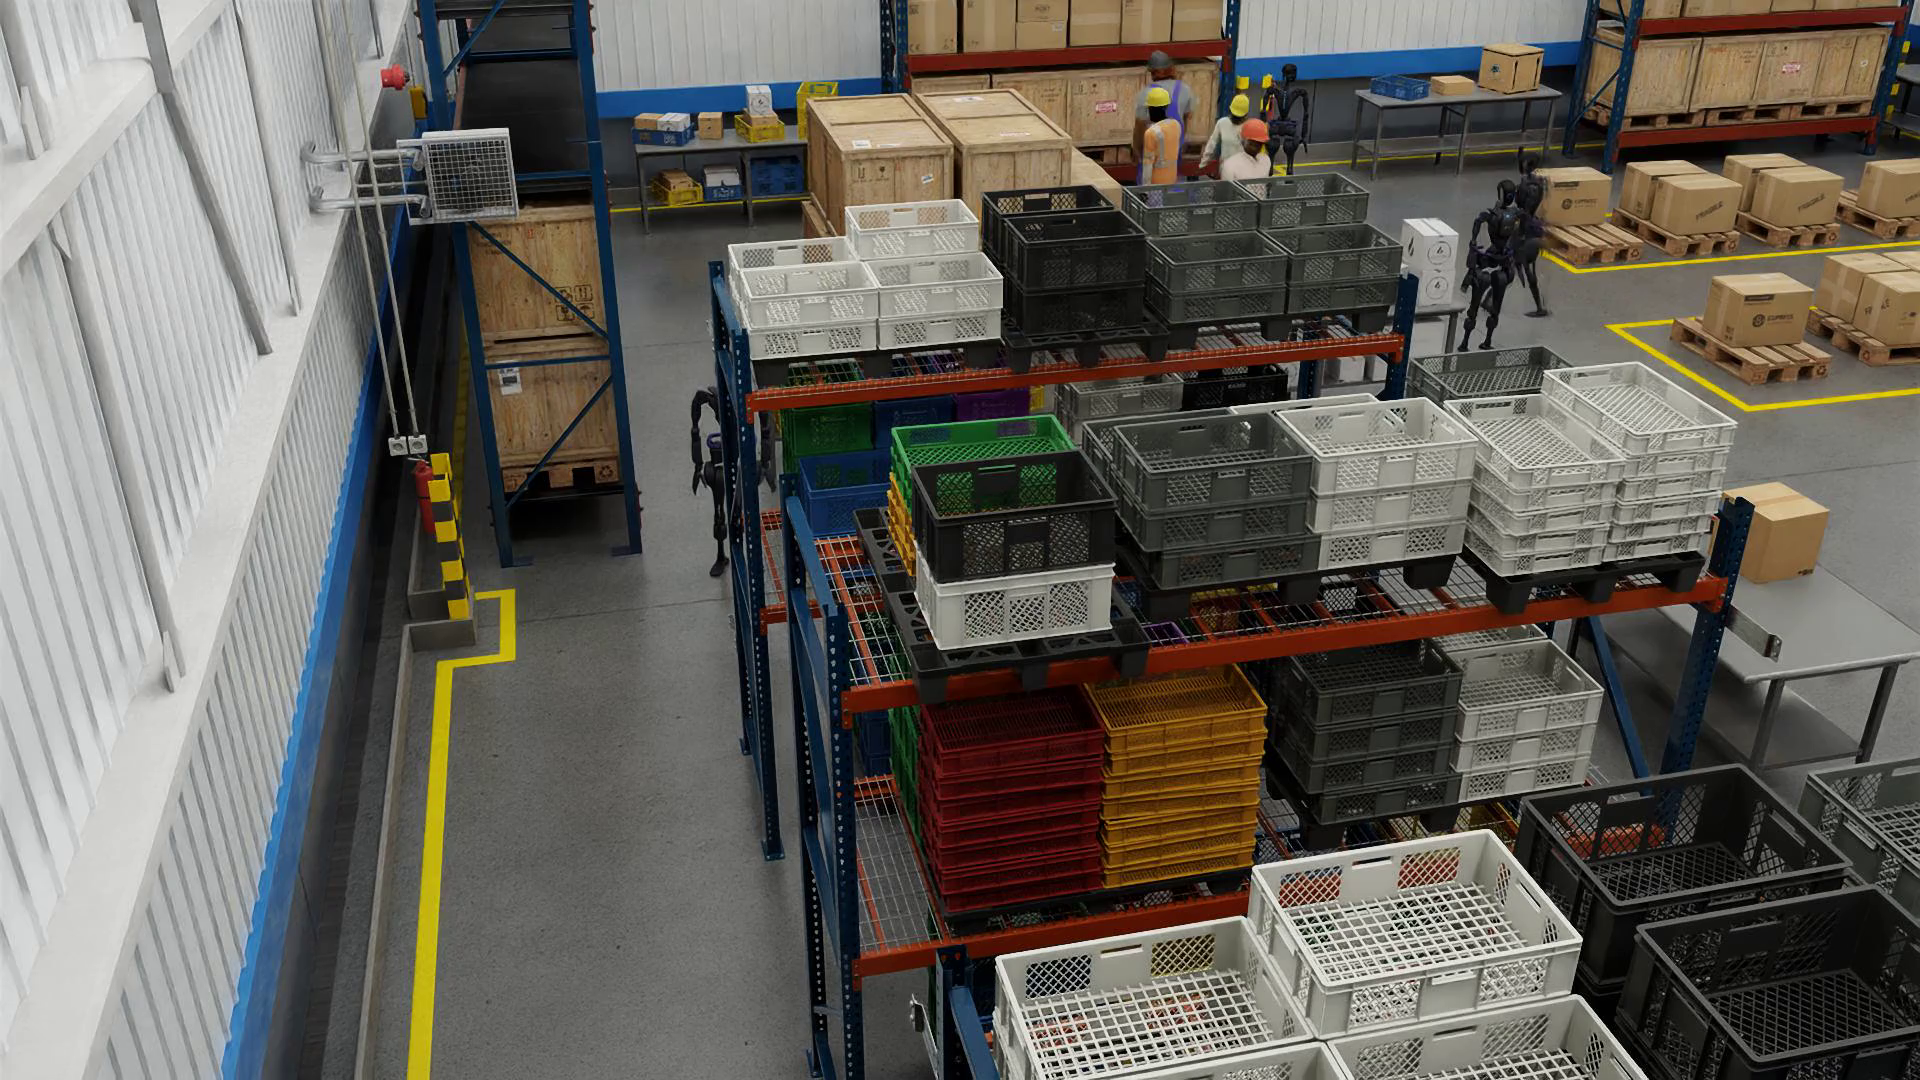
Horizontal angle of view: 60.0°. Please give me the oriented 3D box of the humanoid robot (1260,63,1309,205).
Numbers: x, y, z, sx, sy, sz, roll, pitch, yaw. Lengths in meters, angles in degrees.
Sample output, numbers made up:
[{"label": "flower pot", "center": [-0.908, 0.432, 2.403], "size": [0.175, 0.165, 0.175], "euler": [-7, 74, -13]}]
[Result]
[{"label": "humanoid robot", "center": [3.791, -4.761, 19.555], "size": [0.611, 1.656, 0.320], "euler": [7, 29, 13]}]

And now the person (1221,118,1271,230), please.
[{"label": "person", "center": [2.741, -3.068, 16.029], "size": [0.616, 1.995, 0.399], "euler": [-19, 33, -31]}]

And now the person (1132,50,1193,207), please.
[{"label": "person", "center": [2.275, -4.452, 18.594], "size": [0.712, 2.000, 0.789], "euler": [-12, 30, -22]}]

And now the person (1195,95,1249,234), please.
[{"label": "person", "center": [2.950, -4.037, 18.161], "size": [0.888, 1.697, 0.626], "euler": [-23, 36, -37]}]

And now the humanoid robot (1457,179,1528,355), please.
[{"label": "humanoid robot", "center": [4.893, -2.486, 15.238], "size": [0.611, 1.657, 0.320], "euler": [-6, 28, -11]}]

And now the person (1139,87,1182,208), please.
[{"label": "person", "center": [2.064, -3.764, 17.425], "size": [0.405, 1.918, 0.582], "euler": [20, 34, 33]}]

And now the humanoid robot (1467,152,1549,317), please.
[{"label": "humanoid robot", "center": [5.478, -2.956, 16.199], "size": [0.785, 1.625, 0.571], "euler": [-1, 28, -1]}]

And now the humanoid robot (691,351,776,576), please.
[{"label": "humanoid robot", "center": [-1.574, -0.520, 11.507], "size": [0.586, 1.657, 0.331], "euler": [-2, 28, -4]}]
